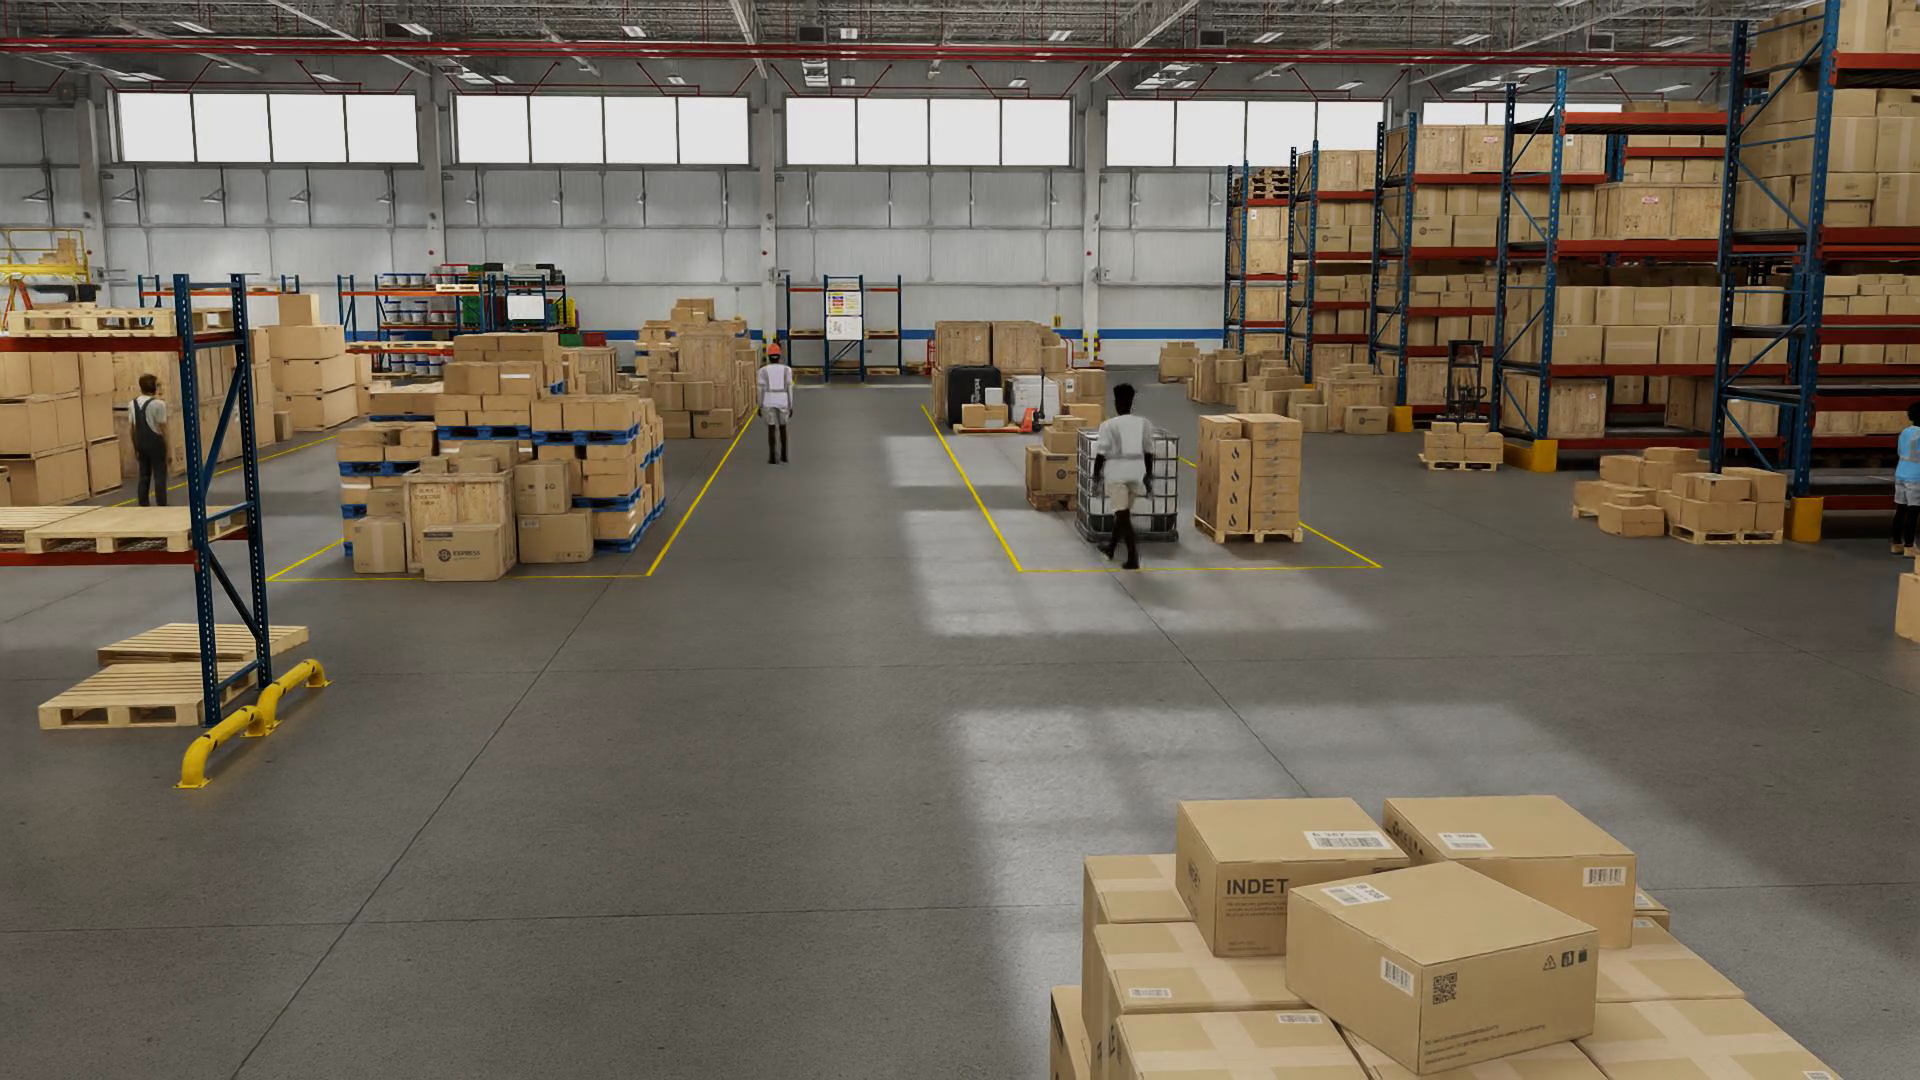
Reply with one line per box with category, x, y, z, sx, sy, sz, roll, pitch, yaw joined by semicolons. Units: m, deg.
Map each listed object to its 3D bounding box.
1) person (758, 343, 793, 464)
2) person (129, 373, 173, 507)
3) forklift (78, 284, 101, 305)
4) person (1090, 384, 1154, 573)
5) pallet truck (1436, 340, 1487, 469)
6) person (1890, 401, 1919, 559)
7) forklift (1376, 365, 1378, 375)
person;-2.967;-2.189;26.754;0.549;1.935;0.389;-2;9;-13
person;-9.785;-1.094;20.138;0.513;1.844;0.328;2;9;14
forklift;-19.119;-4.240;36.653;1.873;2.768;1.129;-5;10;-30
person;1.641;-0.653;17.147;0.627;1.909;0.987;-5;10;-26
pallet truck;8.004;-2.170;26.422;0.823;1.965;1.885;2;9;14
person;10.202;-0.645;17.784;0.318;1.697;0.535;1;9;4
forklift;10.024;-4.111;35.845;1.873;2.768;1.129;-1;9;-4
